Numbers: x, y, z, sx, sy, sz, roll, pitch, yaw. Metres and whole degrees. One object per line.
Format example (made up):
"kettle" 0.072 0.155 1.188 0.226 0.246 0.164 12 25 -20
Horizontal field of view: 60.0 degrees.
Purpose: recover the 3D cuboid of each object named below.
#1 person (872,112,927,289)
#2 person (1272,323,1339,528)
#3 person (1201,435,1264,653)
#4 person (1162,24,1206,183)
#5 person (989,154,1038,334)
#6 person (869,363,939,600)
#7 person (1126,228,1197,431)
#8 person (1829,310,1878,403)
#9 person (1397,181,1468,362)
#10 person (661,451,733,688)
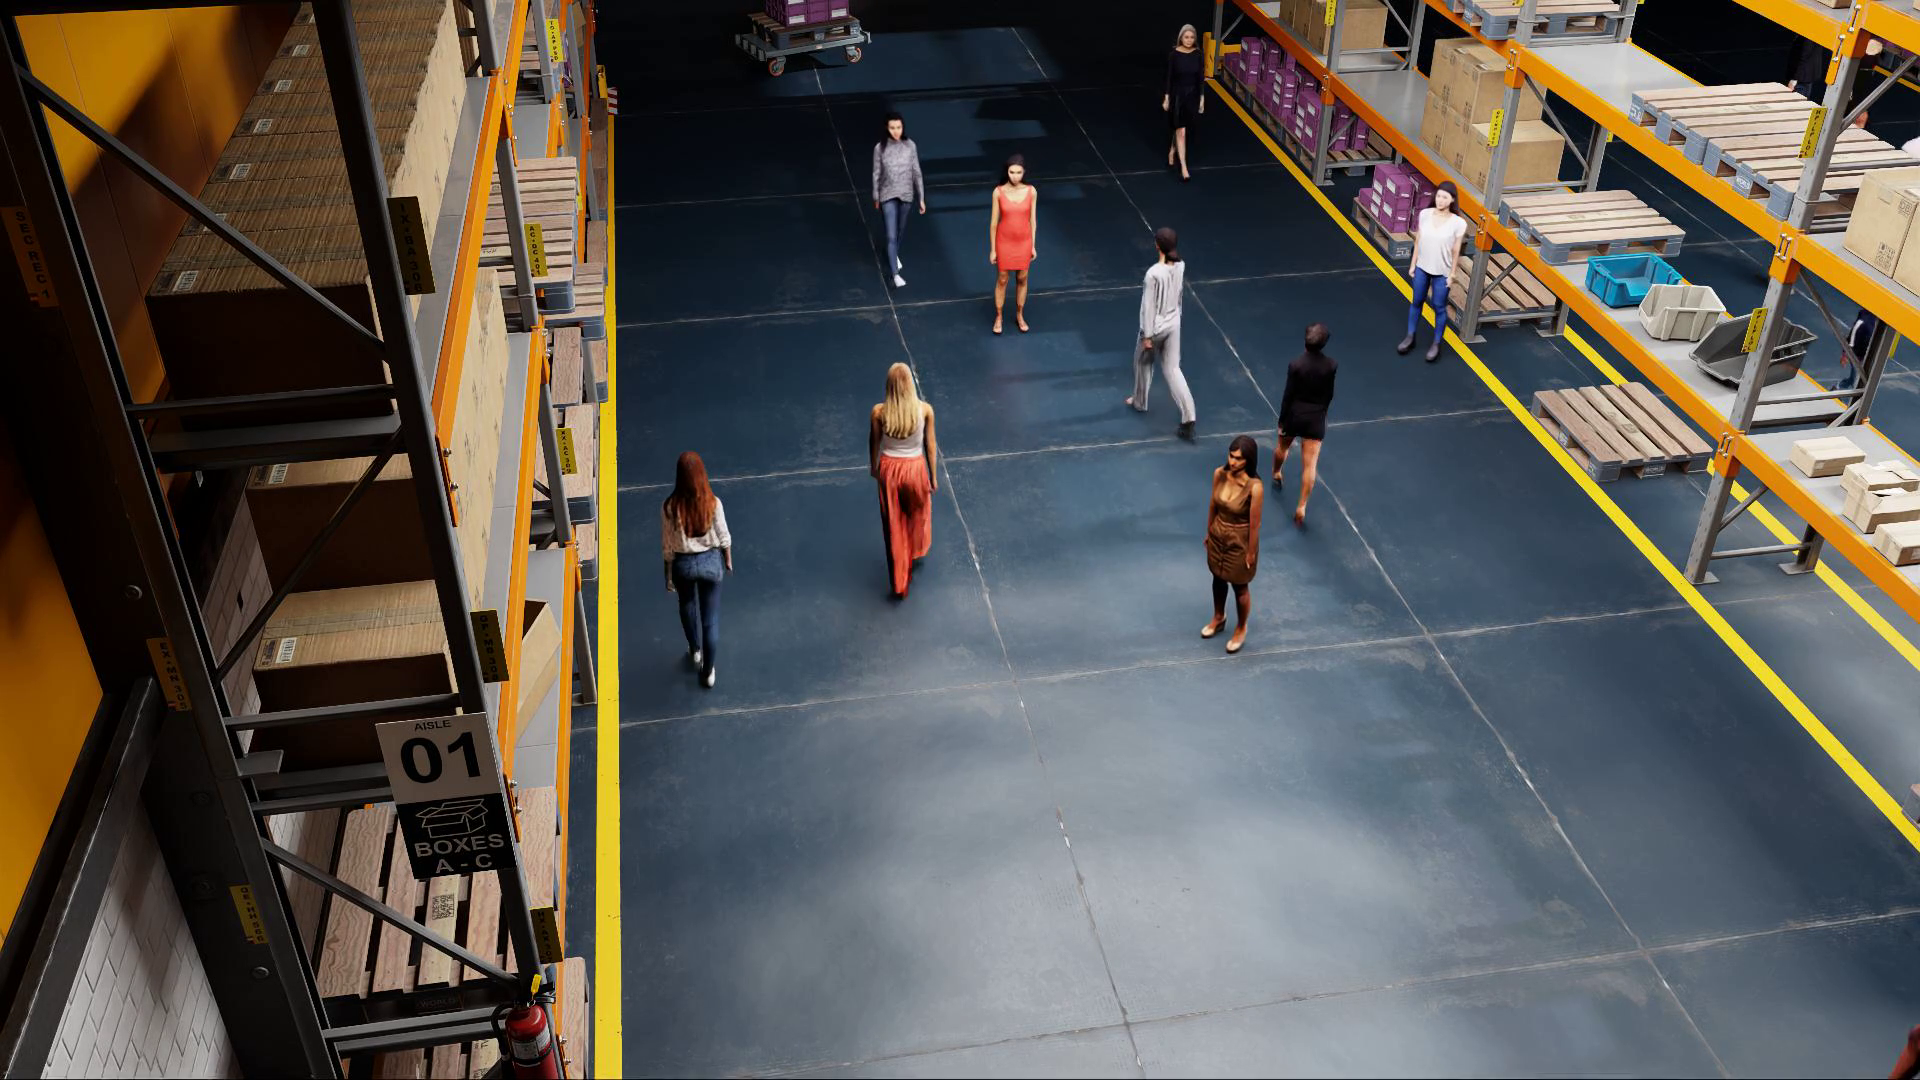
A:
"person" -0.639 -3.413 16.464 0.723 1.682 1.166 -10 35 -14
"person" 2.647 -0.834 12.657 0.694 1.601 1.030 0 34 0
"person" 1.857 0.019 11.300 0.705 1.684 0.611 -27 42 -34
"person" 2.496 -4.954 18.760 0.585 1.708 1.094 -6 34 -8
"person" 0.498 -2.749 15.432 0.590 1.719 0.496 -5 34 -7
"person" -0.411 -0.373 11.807 0.791 1.775 1.112 1 34 2
"person" 1.741 -1.720 13.864 0.885 1.742 1.162 -18 38 -25
"person" 7.699 -1.613 14.189 0.537 1.203 0.809 -5 34 -7
"person" 4.276 -2.421 14.974 0.659 1.681 0.737 25 41 33
"person" -1.728 0.240 10.941 0.616 1.713 0.705 -5 34 -7
